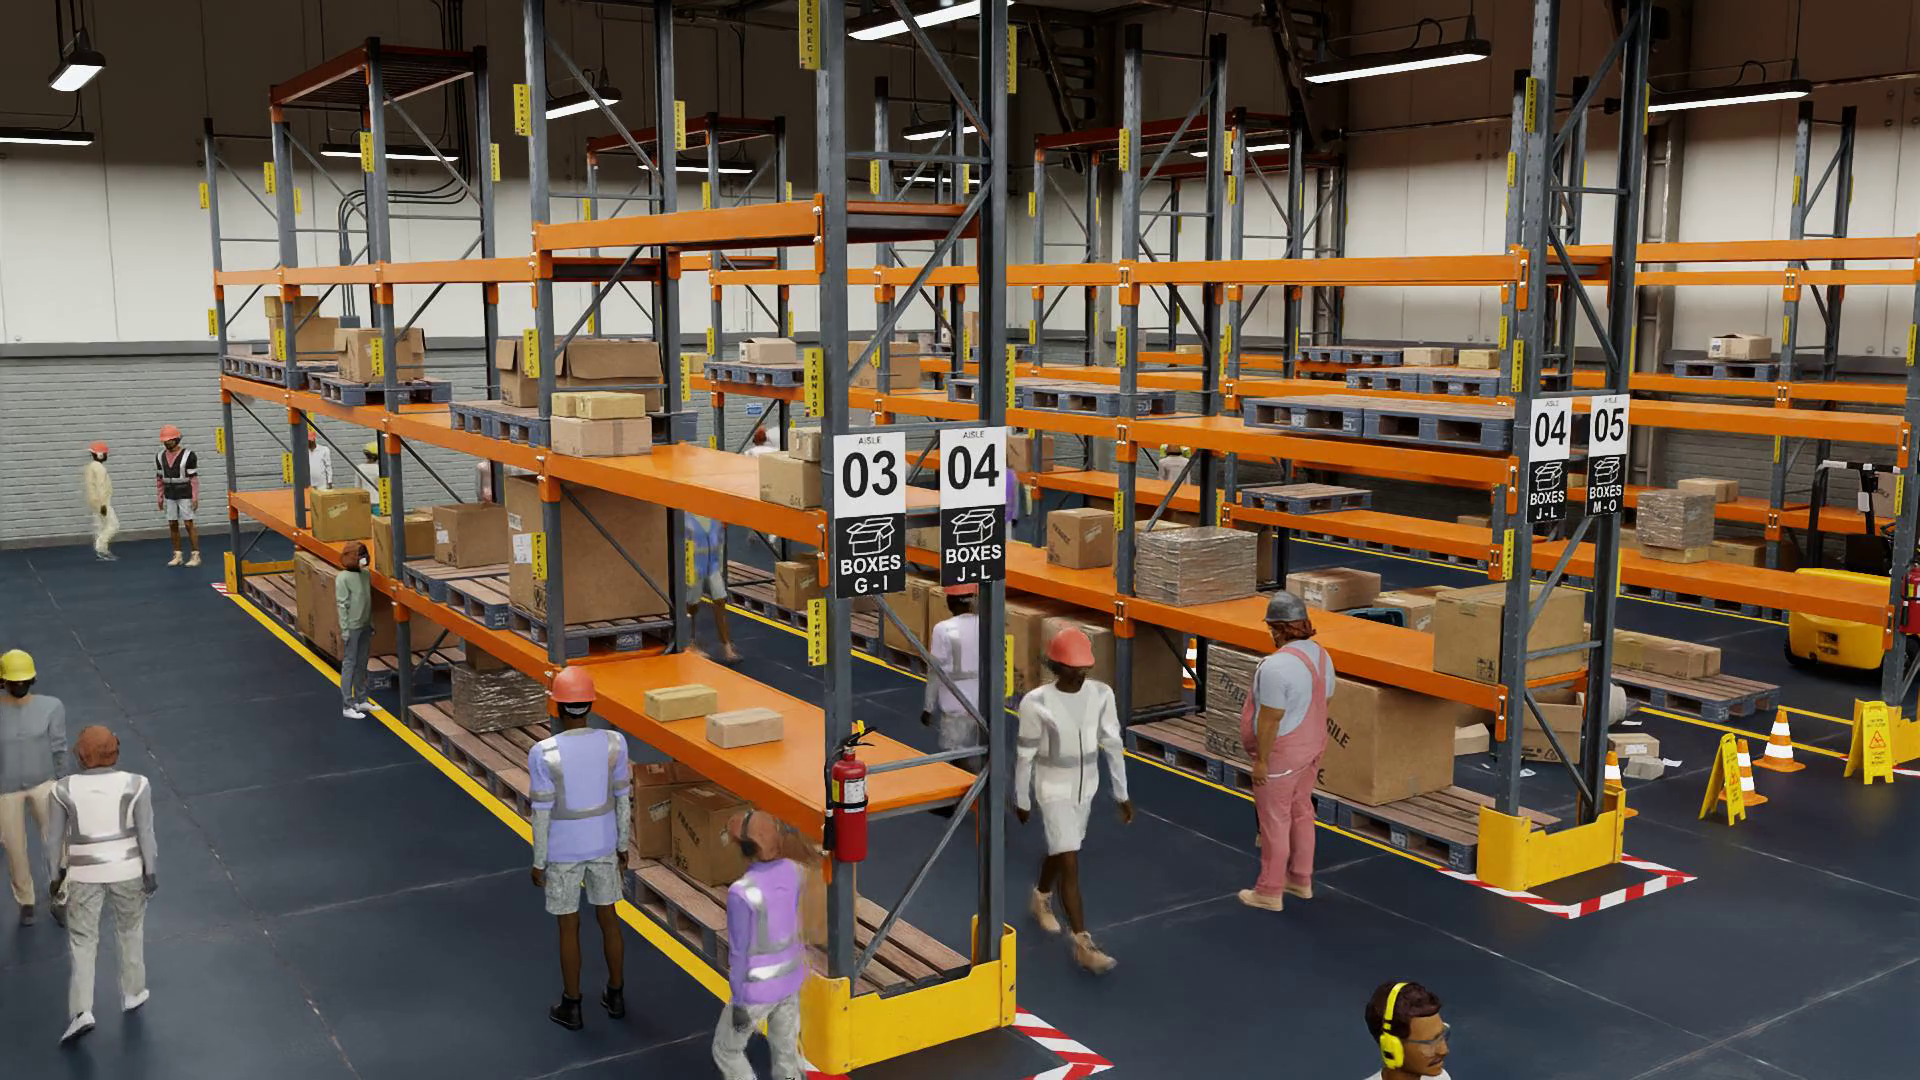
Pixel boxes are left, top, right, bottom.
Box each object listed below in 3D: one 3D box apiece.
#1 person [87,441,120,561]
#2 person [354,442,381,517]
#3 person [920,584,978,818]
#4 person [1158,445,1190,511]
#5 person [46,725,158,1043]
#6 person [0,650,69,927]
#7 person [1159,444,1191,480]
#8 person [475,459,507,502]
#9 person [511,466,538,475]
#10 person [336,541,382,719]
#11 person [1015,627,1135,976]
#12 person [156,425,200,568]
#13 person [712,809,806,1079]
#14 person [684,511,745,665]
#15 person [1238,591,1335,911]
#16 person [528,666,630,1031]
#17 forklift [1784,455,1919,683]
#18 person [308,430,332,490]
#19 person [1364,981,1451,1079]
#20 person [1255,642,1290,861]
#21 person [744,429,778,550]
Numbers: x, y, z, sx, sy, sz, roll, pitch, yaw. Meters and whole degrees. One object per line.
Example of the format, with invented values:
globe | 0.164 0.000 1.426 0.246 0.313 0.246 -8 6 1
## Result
person | -12.366 -0.555 24.027 0.400 1.738 0.596 -7 11 -37
person | -8.377 -0.524 23.770 0.533 1.765 0.330 3 9 18
person | 0.042 1.165 12.072 0.544 1.911 0.830 -8 12 -44
person | 3.293 -0.726 25.573 0.501 1.628 0.265 -1 9 -4
person | -4.545 1.809 8.790 0.543 1.608 0.700 -3 9 -18
person | -5.712 1.533 10.151 0.535 1.748 0.582 -6 10 -34
person | 3.574 -1.069 27.617 0.541 1.695 0.315 1 9 7
person | -7.085 -0.649 25.184 0.534 1.589 0.901 -6 10 -34
person | -5.917 -0.492 23.014 0.594 1.924 0.382 -6 10 -35
person | -5.542 0.813 15.300 0.264 1.632 0.507 2 9 11
person | 0.634 1.474 9.779 0.613 1.987 1.092 -5 10 -29
person | -11.075 -0.614 23.510 0.613 2.029 0.408 1 9 7
person | -0.881 1.998 7.440 0.384 1.625 0.534 5 10 32
person | -2.624 0.338 17.265 0.634 1.991 1.004 -7 11 -40
person | 2.058 1.314 10.613 0.535 2.000 0.689 8 12 42
person | -2.031 1.627 8.868 0.549 1.936 0.376 -5 10 -32
forklift | 9.643 0.253 17.172 2.313 2.155 1.214 -6 10 -33
person | -10.341 -0.936 26.603 0.574 1.738 0.352 -3 9 -21
person | 1.323 2.233 5.044 0.532 1.876 0.321 -6 11 -36
person | 2.216 1.364 11.453 0.319 1.689 0.539 -3 9 -21
person | -3.011 -0.778 25.273 0.580 1.834 1.006 -3 9 -19
